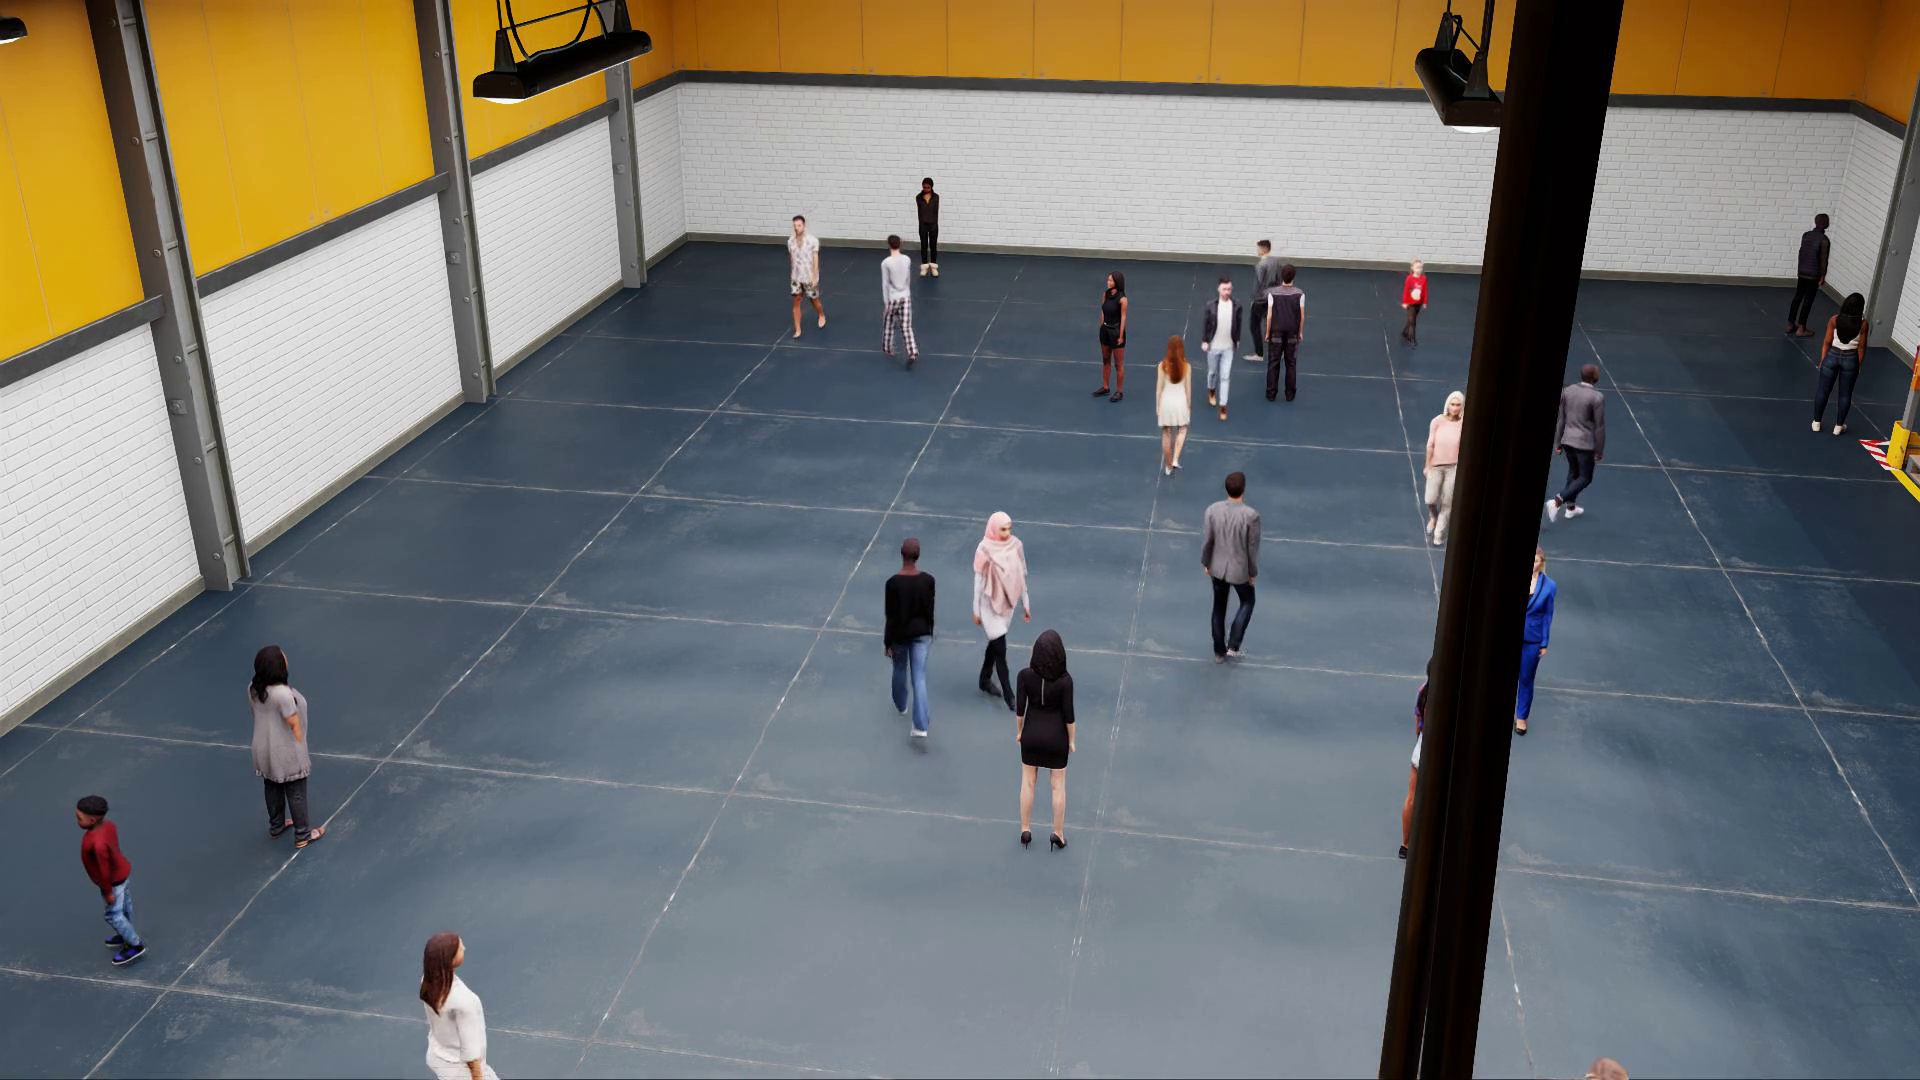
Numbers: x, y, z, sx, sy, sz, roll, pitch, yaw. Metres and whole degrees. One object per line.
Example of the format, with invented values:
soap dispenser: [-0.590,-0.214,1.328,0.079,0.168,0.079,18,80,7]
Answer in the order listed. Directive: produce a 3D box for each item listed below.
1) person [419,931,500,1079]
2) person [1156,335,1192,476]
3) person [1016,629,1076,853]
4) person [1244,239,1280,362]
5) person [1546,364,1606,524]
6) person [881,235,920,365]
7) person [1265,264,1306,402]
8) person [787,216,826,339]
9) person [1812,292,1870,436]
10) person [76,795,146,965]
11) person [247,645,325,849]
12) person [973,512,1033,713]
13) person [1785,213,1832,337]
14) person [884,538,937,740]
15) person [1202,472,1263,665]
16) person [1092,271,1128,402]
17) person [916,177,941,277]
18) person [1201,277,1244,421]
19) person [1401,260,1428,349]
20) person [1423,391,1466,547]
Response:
person: [-2.854,2.946,9.290,0.723,1.683,0.733,17,29,34]
person: [2.507,-1.551,19.545,0.552,1.707,0.608,4,24,10]
person: [0.629,1.508,12.426,0.619,1.805,0.507,7,24,15]
person: [4.387,-3.442,23.824,0.776,1.746,0.966,-17,29,-33]
person: [6.734,-1.029,18.234,1.083,1.801,1.041,-13,27,-27]
person: [-0.836,-3.379,23.603,1.004,1.808,1.222,-9,25,-19]
person: [4.316,-2.755,22.125,0.651,1.848,0.565,3,24,7]
person: [-2.295,-3.989,25.024,0.705,1.787,1.093,6,24,13]
person: [11.116,-2.234,20.982,0.738,1.808,0.744,16,28,32]
person: [-5.768,2.279,11.355,0.659,1.249,0.563,-7,25,-15]
person: [-5.148,1.554,12.572,0.716,1.603,0.753,11,26,24]
person: [0.284,0.578,14.586,1.037,1.779,1.086,-16,28,-33]
person: [12.768,-3.999,24.986,0.837,1.835,0.669,-6,24,-13]
person: [-0.390,0.870,14.010,0.944,1.704,1.251,-6,24,-13]
person: [2.447,0.300,15.114,0.771,1.865,0.736,11,26,24]
person: [2.042,-2.733,22.209,0.712,1.741,0.668,-18,29,-35]
person: [-0.538,-5.350,28.297,0.616,1.659,0.668,1,24,2]
person: [3.381,-2.547,21.695,0.772,1.811,1.171,1,24,2]
person: [6.695,-3.511,24.590,0.710,1.258,0.955,-4,24,-10]
person: [5.213,-0.803,17.821,0.656,1.718,0.693,8,25,18]
